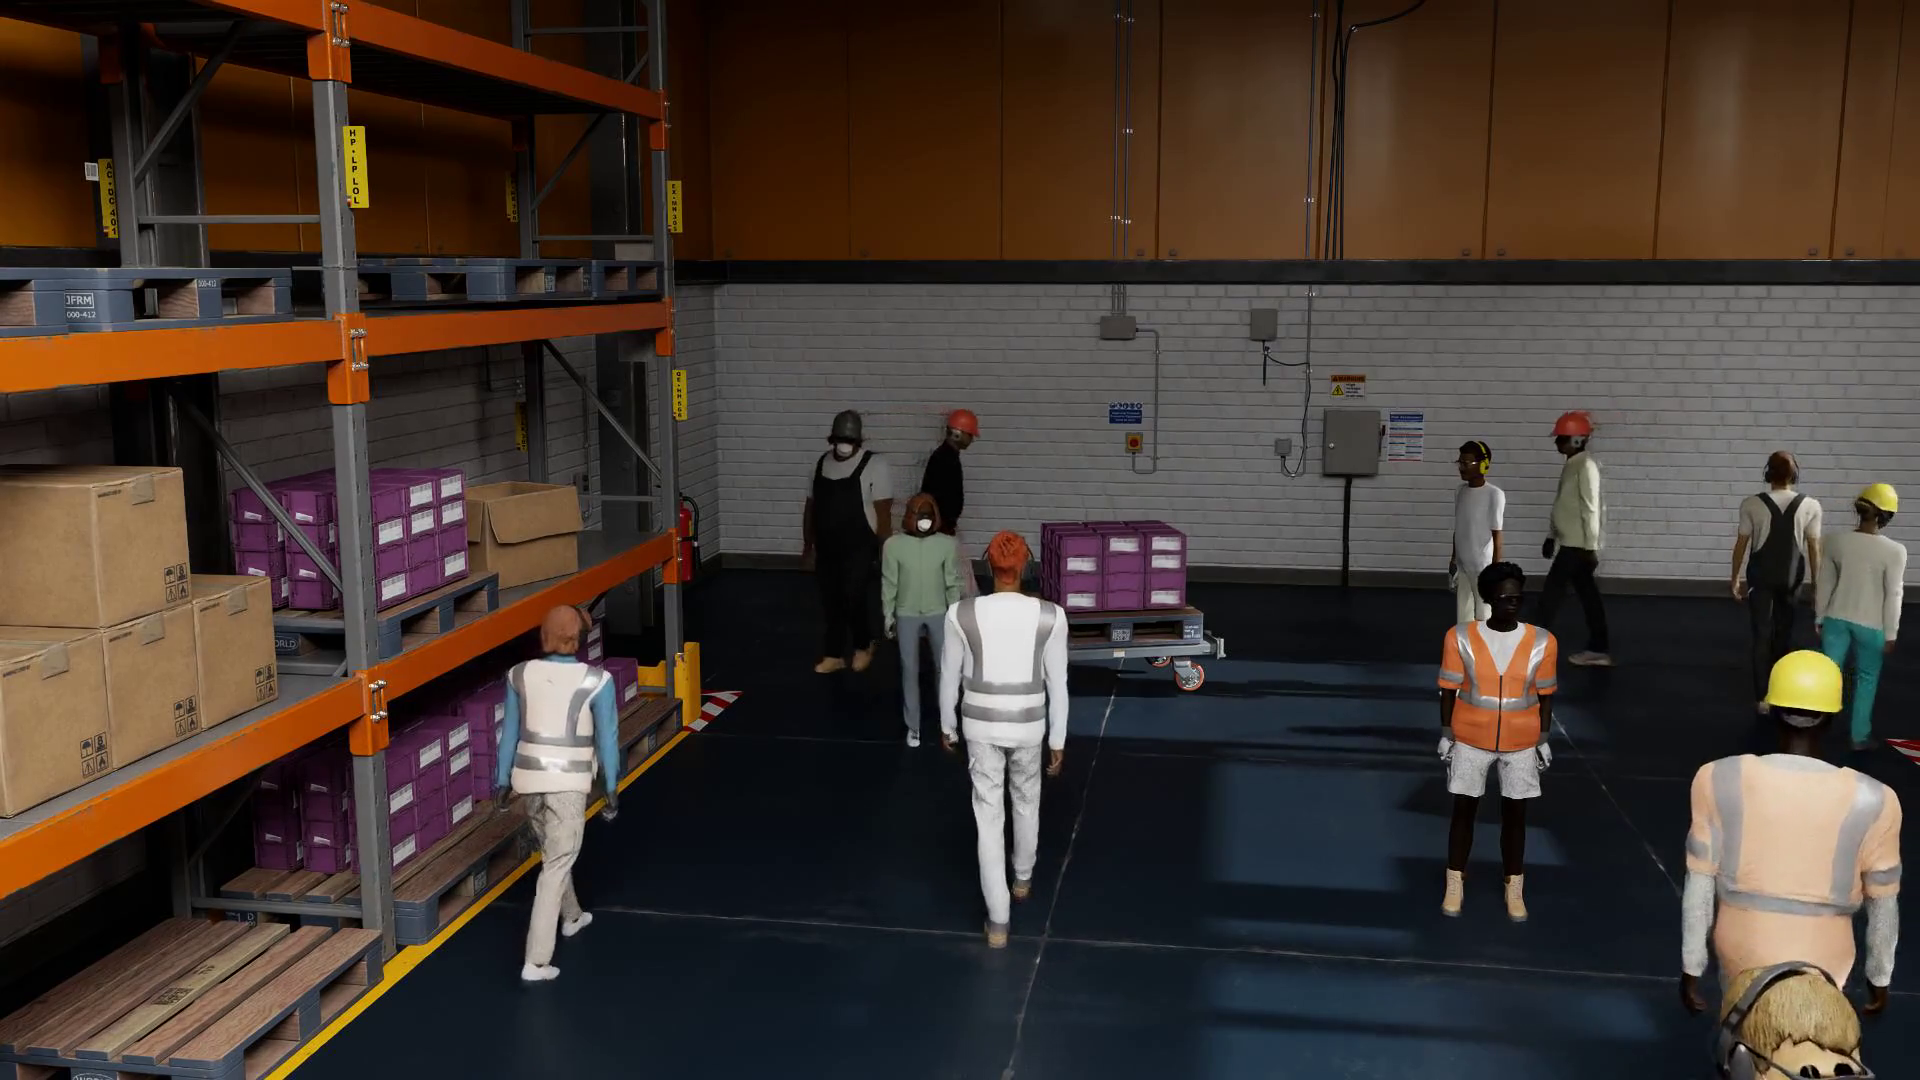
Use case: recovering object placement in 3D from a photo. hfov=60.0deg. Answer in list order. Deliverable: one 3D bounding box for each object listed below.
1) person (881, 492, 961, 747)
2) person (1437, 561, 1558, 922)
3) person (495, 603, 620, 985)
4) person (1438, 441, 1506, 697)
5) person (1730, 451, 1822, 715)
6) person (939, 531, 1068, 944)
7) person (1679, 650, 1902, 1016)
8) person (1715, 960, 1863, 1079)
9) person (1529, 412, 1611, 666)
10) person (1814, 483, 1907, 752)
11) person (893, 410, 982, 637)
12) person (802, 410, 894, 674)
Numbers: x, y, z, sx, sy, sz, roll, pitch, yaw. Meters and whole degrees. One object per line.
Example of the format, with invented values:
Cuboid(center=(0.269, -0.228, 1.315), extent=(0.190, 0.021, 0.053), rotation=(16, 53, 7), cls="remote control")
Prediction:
Cuboid(center=(-0.246, 0.510, 10.629), extent=(0.520, 1.632, 0.358), rotation=(-1, 9, -8), cls="person")
Cuboid(center=(2.499, 0.935, 7.772), extent=(0.540, 1.700, 0.315), rotation=(2, 9, 13), cls="person")
Cuboid(center=(-1.769, 1.081, 7.242), extent=(0.537, 1.582, 0.824), rotation=(2, 10, 15), cls="person")
Cuboid(center=(3.597, 0.230, 11.650), extent=(0.323, 1.862, 0.510), rotation=(-4, 10, -21), cls="person")
Cuboid(center=(5.656, 0.280, 11.545), extent=(0.545, 1.792, 0.986), rotation=(3, 10, 17), cls="person")
Cuboid(center=(0.190, 0.865, 7.768), extent=(0.580, 1.848, 0.917), rotation=(-1, 9, -4), cls="person")
Cuboid(center=(2.588, 1.266, 5.209), extent=(0.606, 1.866, 1.012), rotation=(5, 10, 27), cls="person")
Cuboid(center=(1.316, 1.616, 2.897), extent=(0.644, 1.920, 0.512), rotation=(-1, 9, -8), cls="person")
Cuboid(center=(4.572, 0.001, 12.743), extent=(0.979, 1.946, 0.661), rotation=(2, 9, 12), cls="person")
Cuboid(center=(5.515, 0.511, 10.297), extent=(0.752, 1.739, 0.537), rotation=(-6, 11, -34), cls="person")
Cuboid(center=(-0.073, -0.119, 13.647), extent=(1.054, 1.901, 0.681), rotation=(2, 9, 10), cls="person")
Cuboid(center=(-0.876, 0.017, 12.389), extent=(0.739, 2.000, 0.539), rotation=(5, 10, 28), cls="person")
